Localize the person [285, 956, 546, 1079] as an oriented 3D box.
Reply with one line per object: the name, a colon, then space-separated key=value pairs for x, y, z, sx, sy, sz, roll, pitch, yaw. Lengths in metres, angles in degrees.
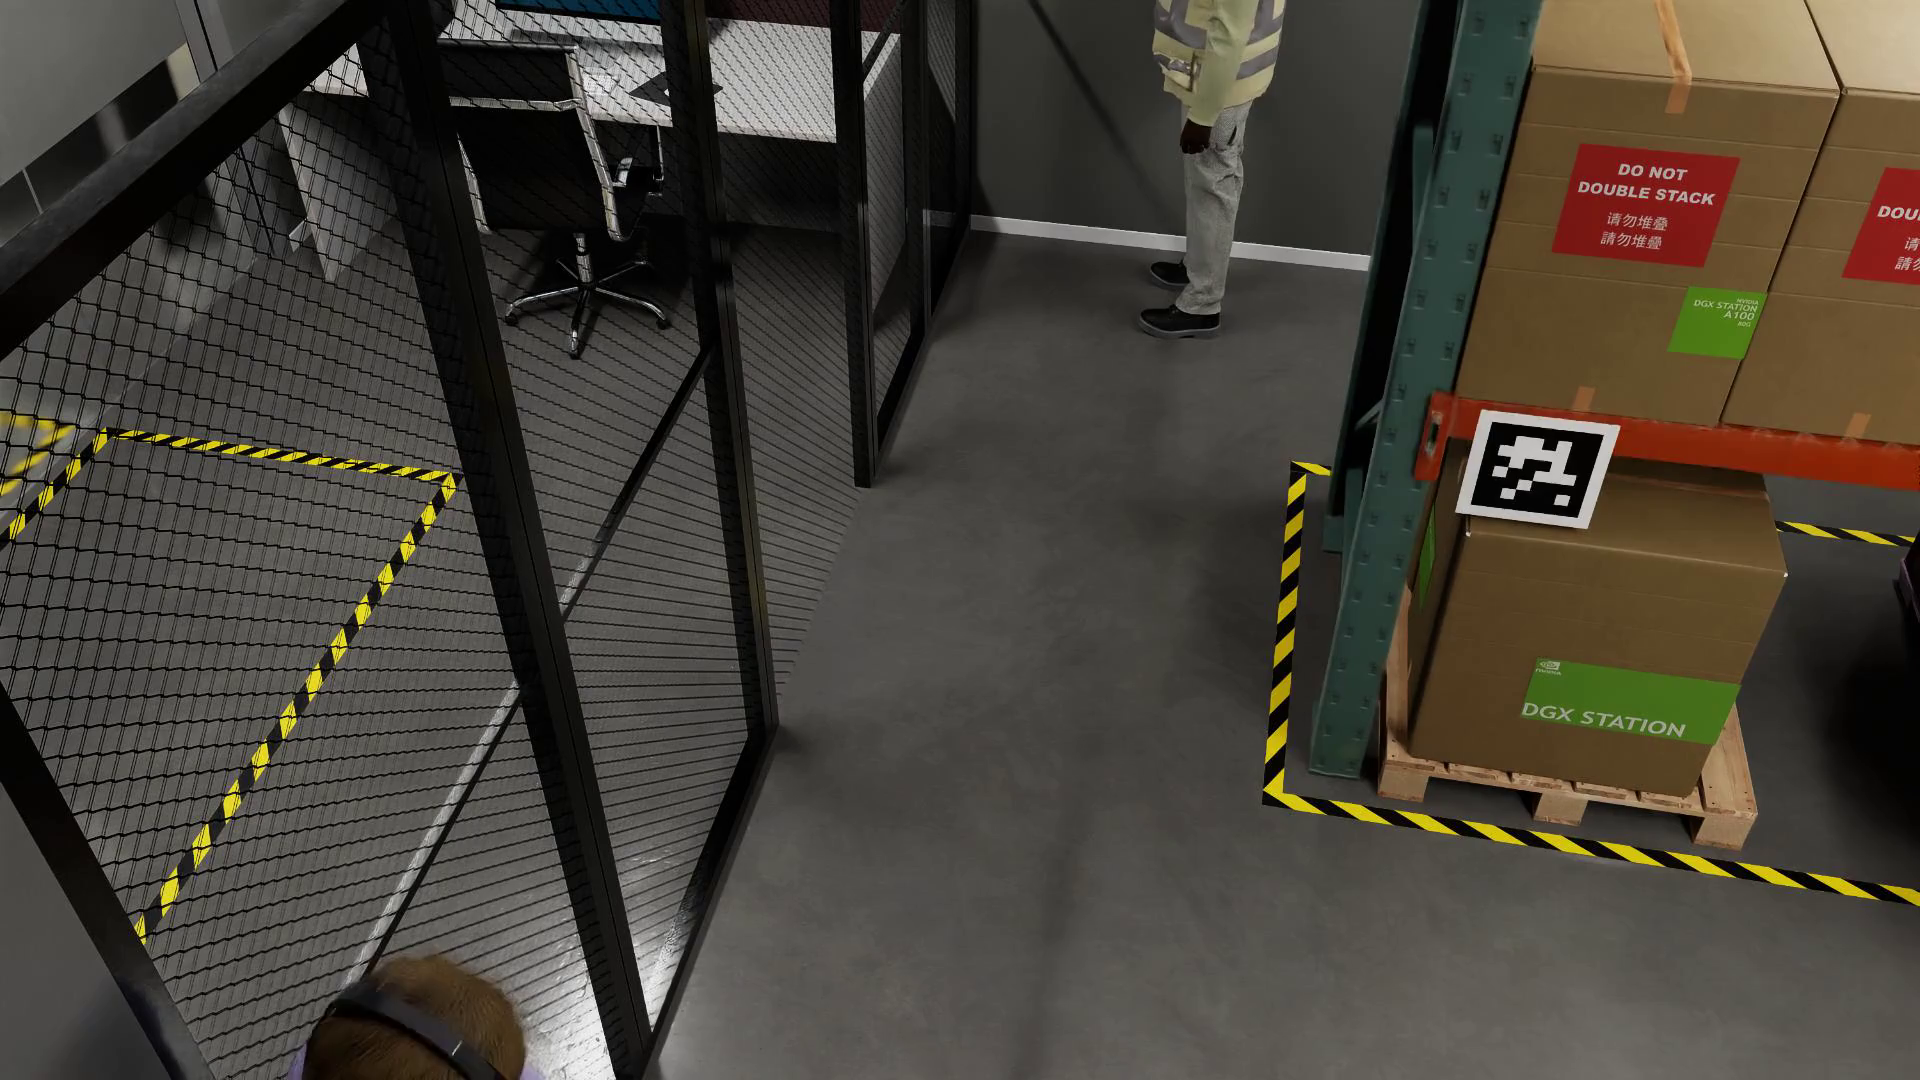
person: x=-0.525 y=1.152 z=2.173 sx=0.630 sy=1.939 sz=0.372 roll=19 pitch=44 yaw=20

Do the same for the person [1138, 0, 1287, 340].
person: x=0.807 y=-1.500 z=5.305 sx=0.403 sy=1.833 sz=0.590 roll=9 pitch=42 yaw=10
